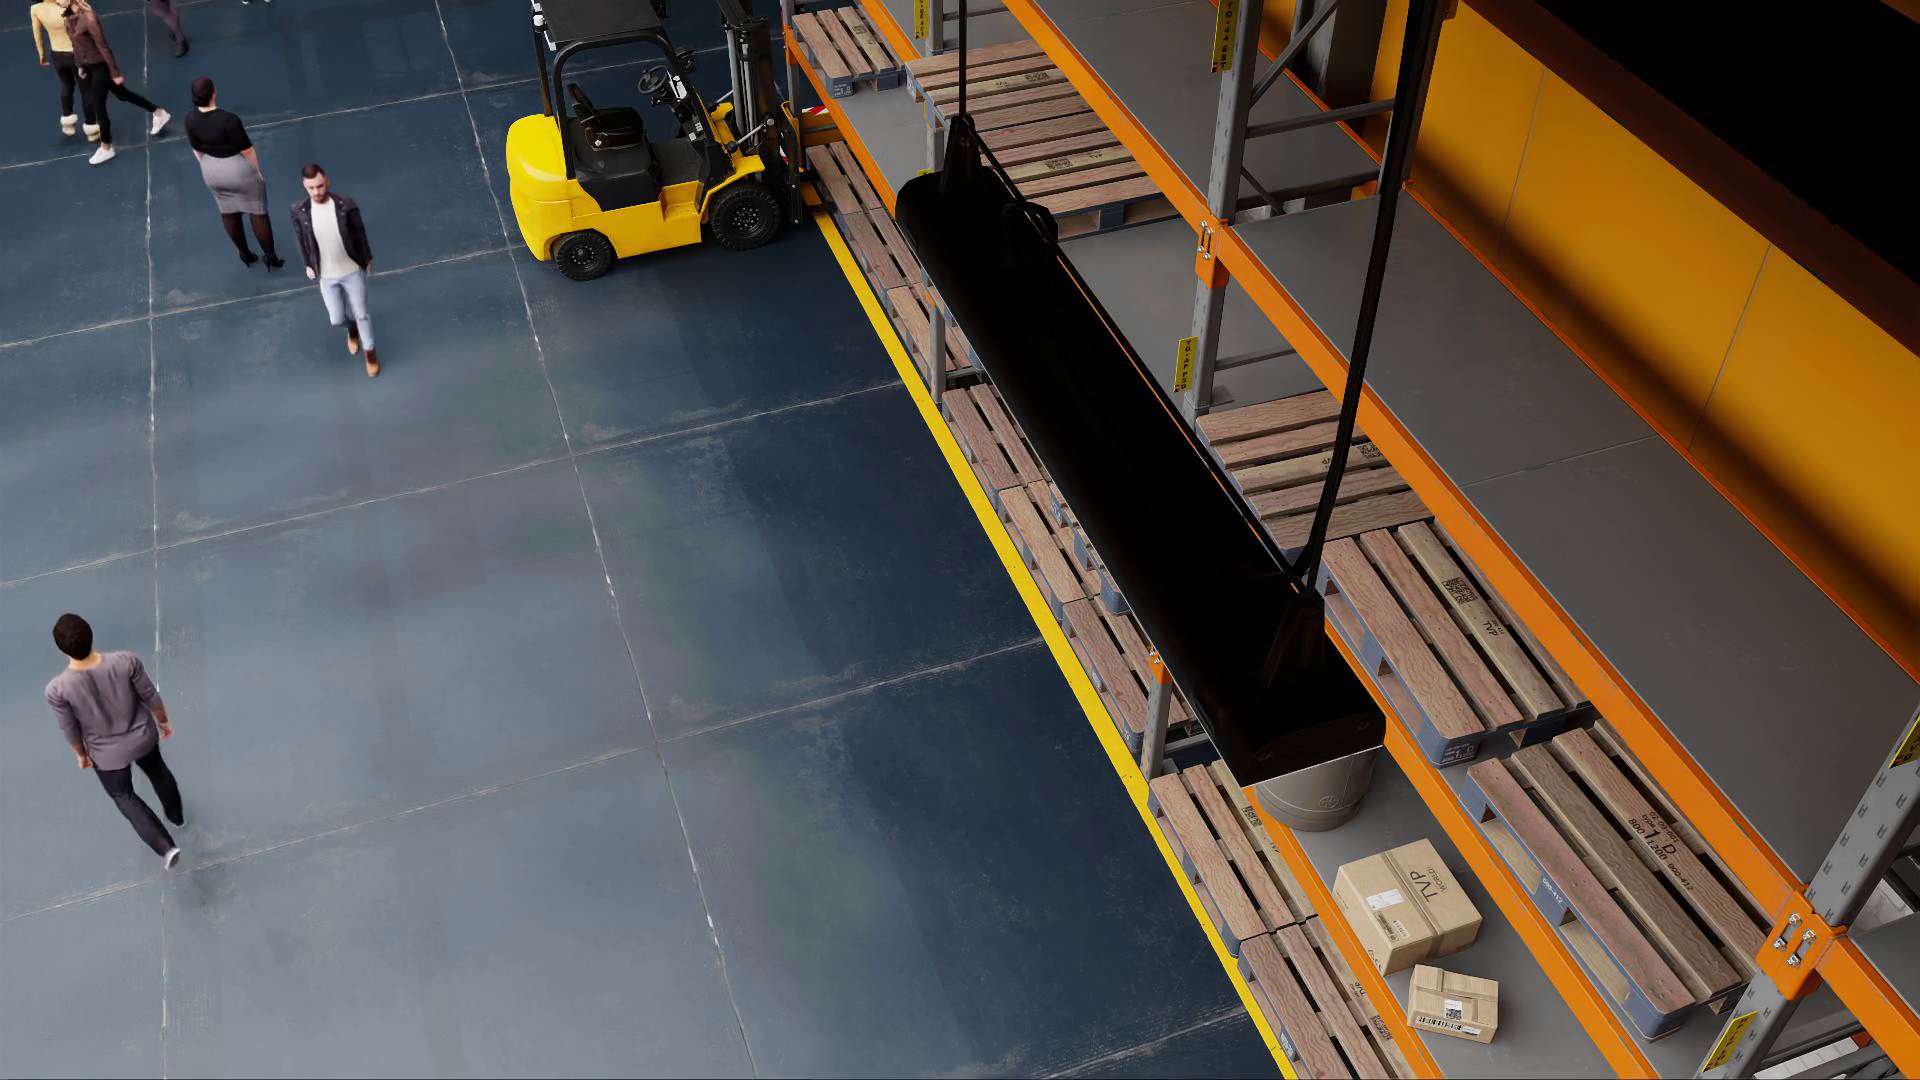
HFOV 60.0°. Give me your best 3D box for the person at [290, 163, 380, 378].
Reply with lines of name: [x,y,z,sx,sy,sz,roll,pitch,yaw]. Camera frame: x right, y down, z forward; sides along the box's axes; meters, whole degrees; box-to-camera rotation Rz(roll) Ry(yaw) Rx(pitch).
person: [-4.834,-2.149,12.949,0.668,1.827,0.732,-12,45,-12]

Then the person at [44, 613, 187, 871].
person: [-4.744,1.176,9.452,0.885,1.835,1.052,-30,51,-28]

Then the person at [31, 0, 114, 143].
person: [-8.348,-4.496,15.559,0.814,1.625,0.767,-4,44,-4]

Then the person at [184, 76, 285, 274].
person: [-6.109,-3.047,13.941,0.767,1.759,0.773,5,44,5]

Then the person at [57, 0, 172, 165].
person: [-7.896,-4.401,15.431,1.147,1.664,1.029,32,52,29]
